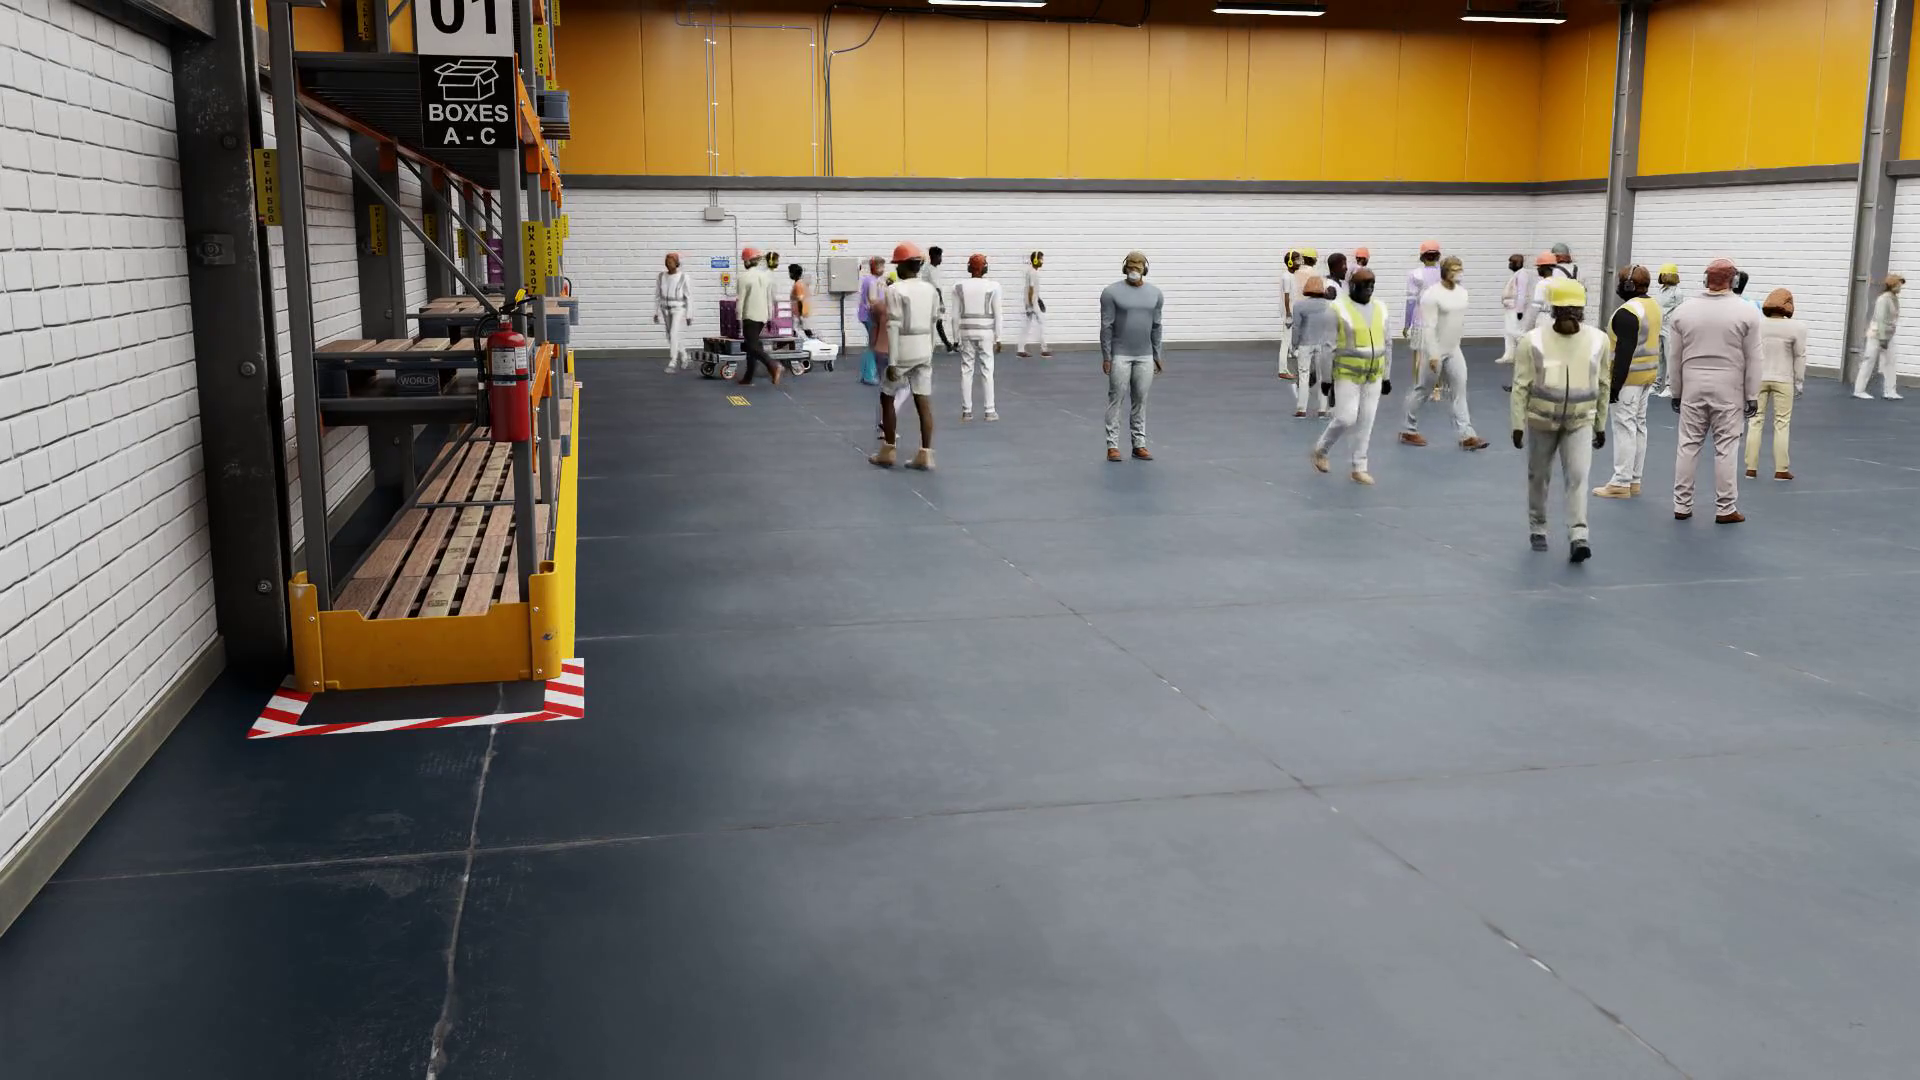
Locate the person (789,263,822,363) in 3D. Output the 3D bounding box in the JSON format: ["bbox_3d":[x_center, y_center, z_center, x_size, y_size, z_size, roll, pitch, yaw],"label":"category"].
[{"bbox_3d":[-2.613,-3.730,27.424,0.847,1.659,0.574,1,10,5],"label":"person"}]

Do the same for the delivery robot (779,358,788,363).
[{"bbox_3d":[-2.729,-2.985,26.103,0.477,0.478,0.707,6,12,30],"label":"delivery robot"}]

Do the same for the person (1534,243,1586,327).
[{"bbox_3d":[8.532,-3.293,23.952,0.709,2.000,0.992,-5,11,-27],"label":"person"}]

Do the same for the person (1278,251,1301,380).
[{"bbox_3d":[4.850,-3.294,24.431,0.329,1.873,0.514,2,10,13],"label":"person"}]

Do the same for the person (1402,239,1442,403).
[{"bbox_3d":[5.847,-2.732,20.840,0.616,2.040,0.381,-1,10,-8],"label":"person"}]

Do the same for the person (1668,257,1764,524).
[{"bbox_3d":[5.453,-1.074,12.015,0.641,1.913,0.408,9,14,41],"label":"person"}]

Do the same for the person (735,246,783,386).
[{"bbox_3d":[-2.798,-3.084,23.023,0.833,1.964,0.613,6,12,32],"label":"person"}]

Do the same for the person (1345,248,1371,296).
[{"bbox_3d":[7.075,-4.163,29.191,0.980,1.884,0.575,-2,10,-12],"label":"person"}]

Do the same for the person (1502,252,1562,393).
[{"bbox_3d":[7.518,-2.764,21.456,0.983,1.883,0.565,10,14,43],"label":"person"}]

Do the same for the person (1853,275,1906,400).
[{"bbox_3d":[11.749,-2.568,21.145,0.530,1.588,0.705,-8,13,-36],"label":"person"}]

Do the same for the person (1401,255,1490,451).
[{"bbox_3d":[4.719,-1.817,16.199,0.651,1.883,1.021,-6,12,-31],"label":"person"}]

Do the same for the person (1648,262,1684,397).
[{"bbox_3d":[9.194,-2.742,21.720,0.287,1.746,0.487,-4,11,-21],"label":"person"}]

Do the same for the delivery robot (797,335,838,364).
[{"bbox_3d":[-2.259,-2.929,25.795,0.707,0.478,0.477,-5,11,-25],"label":"delivery robot"}]

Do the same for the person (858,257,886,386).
[{"bbox_3d":[-1.229,-3.061,23.324,0.404,1.807,0.695,-1,10,-6],"label":"person"}]

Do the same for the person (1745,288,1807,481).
[{"bbox_3d":[6.917,-1.322,14.157,0.498,1.633,0.285,9,13,40],"label":"person"}]

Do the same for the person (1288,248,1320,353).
[{"bbox_3d":[6.314,-4.292,29.905,0.972,1.884,0.572,-2,10,-9],"label":"person"}]

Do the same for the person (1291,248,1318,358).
[{"bbox_3d":[6.056,-4.086,28.734,0.855,1.893,0.620,-6,12,-30],"label":"person"}]

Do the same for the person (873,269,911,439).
[{"bbox_3d":[-0.686,-1.883,16.954,0.562,1.747,0.457,8,13,36],"label":"person"}]

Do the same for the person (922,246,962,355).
[{"bbox_3d":[-0.396,-4.182,29.216,0.980,1.910,0.648,-2,11,-14],"label":"person"}]

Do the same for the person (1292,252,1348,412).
[{"bbox_3d":[4.333,-2.444,19.654,0.646,1.894,0.602,2,10,11],"label":"person"}]

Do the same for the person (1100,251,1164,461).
[{"bbox_3d":[1.591,-1.695,15.394,0.627,1.935,0.372,-3,11,-17],"label":"person"}]

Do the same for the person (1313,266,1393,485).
[{"bbox_3d":[3.309,-1.386,14.006,0.629,1.823,0.552,-4,11,-20],"label":"person"}]

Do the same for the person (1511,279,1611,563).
[{"bbox_3d":[3.833,-0.758,10.609,0.621,1.782,0.924,2,10,13],"label":"person"}]

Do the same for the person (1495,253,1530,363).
[{"bbox_3d":[9.232,-3.818,27.484,0.569,1.828,0.626,1,10,5],"label":"person"}]

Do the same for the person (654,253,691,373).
[{"bbox_3d":[-4.417,-3.534,25.847,0.582,1.854,0.871,4,11,23],"label":"person"}]

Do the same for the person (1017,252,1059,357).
[{"bbox_3d":[1.375,-4.091,28.966,0.841,1.833,0.492,-2,10,-8],"label":"person"}]

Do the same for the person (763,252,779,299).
[{"bbox_3d":[-3.320,-3.999,28.434,0.581,1.847,0.540,-4,11,-19],"label":"person"}]

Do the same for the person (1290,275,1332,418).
[{"bbox_3d":[4.036,-2.204,19.045,0.505,1.633,0.279,-1,10,-4],"label":"person"}]

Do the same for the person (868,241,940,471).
[{"bbox_3d":[-0.523,-1.636,14.820,0.649,2.016,0.818,-10,14,-43],"label":"person"}]

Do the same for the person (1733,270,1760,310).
[{"bbox_3d":[8.944,-2.267,19.243,0.552,1.687,0.477,6,12,30],"label":"person"}]

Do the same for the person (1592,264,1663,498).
[{"bbox_3d":[5.293,-1.254,13.208,0.429,1.844,0.623,9,13,40],"label":"person"}]

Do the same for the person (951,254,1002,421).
[{"bbox_3d":[0.192,-2.285,18.806,0.575,1.881,0.356,2,10,12],"label":"person"}]
